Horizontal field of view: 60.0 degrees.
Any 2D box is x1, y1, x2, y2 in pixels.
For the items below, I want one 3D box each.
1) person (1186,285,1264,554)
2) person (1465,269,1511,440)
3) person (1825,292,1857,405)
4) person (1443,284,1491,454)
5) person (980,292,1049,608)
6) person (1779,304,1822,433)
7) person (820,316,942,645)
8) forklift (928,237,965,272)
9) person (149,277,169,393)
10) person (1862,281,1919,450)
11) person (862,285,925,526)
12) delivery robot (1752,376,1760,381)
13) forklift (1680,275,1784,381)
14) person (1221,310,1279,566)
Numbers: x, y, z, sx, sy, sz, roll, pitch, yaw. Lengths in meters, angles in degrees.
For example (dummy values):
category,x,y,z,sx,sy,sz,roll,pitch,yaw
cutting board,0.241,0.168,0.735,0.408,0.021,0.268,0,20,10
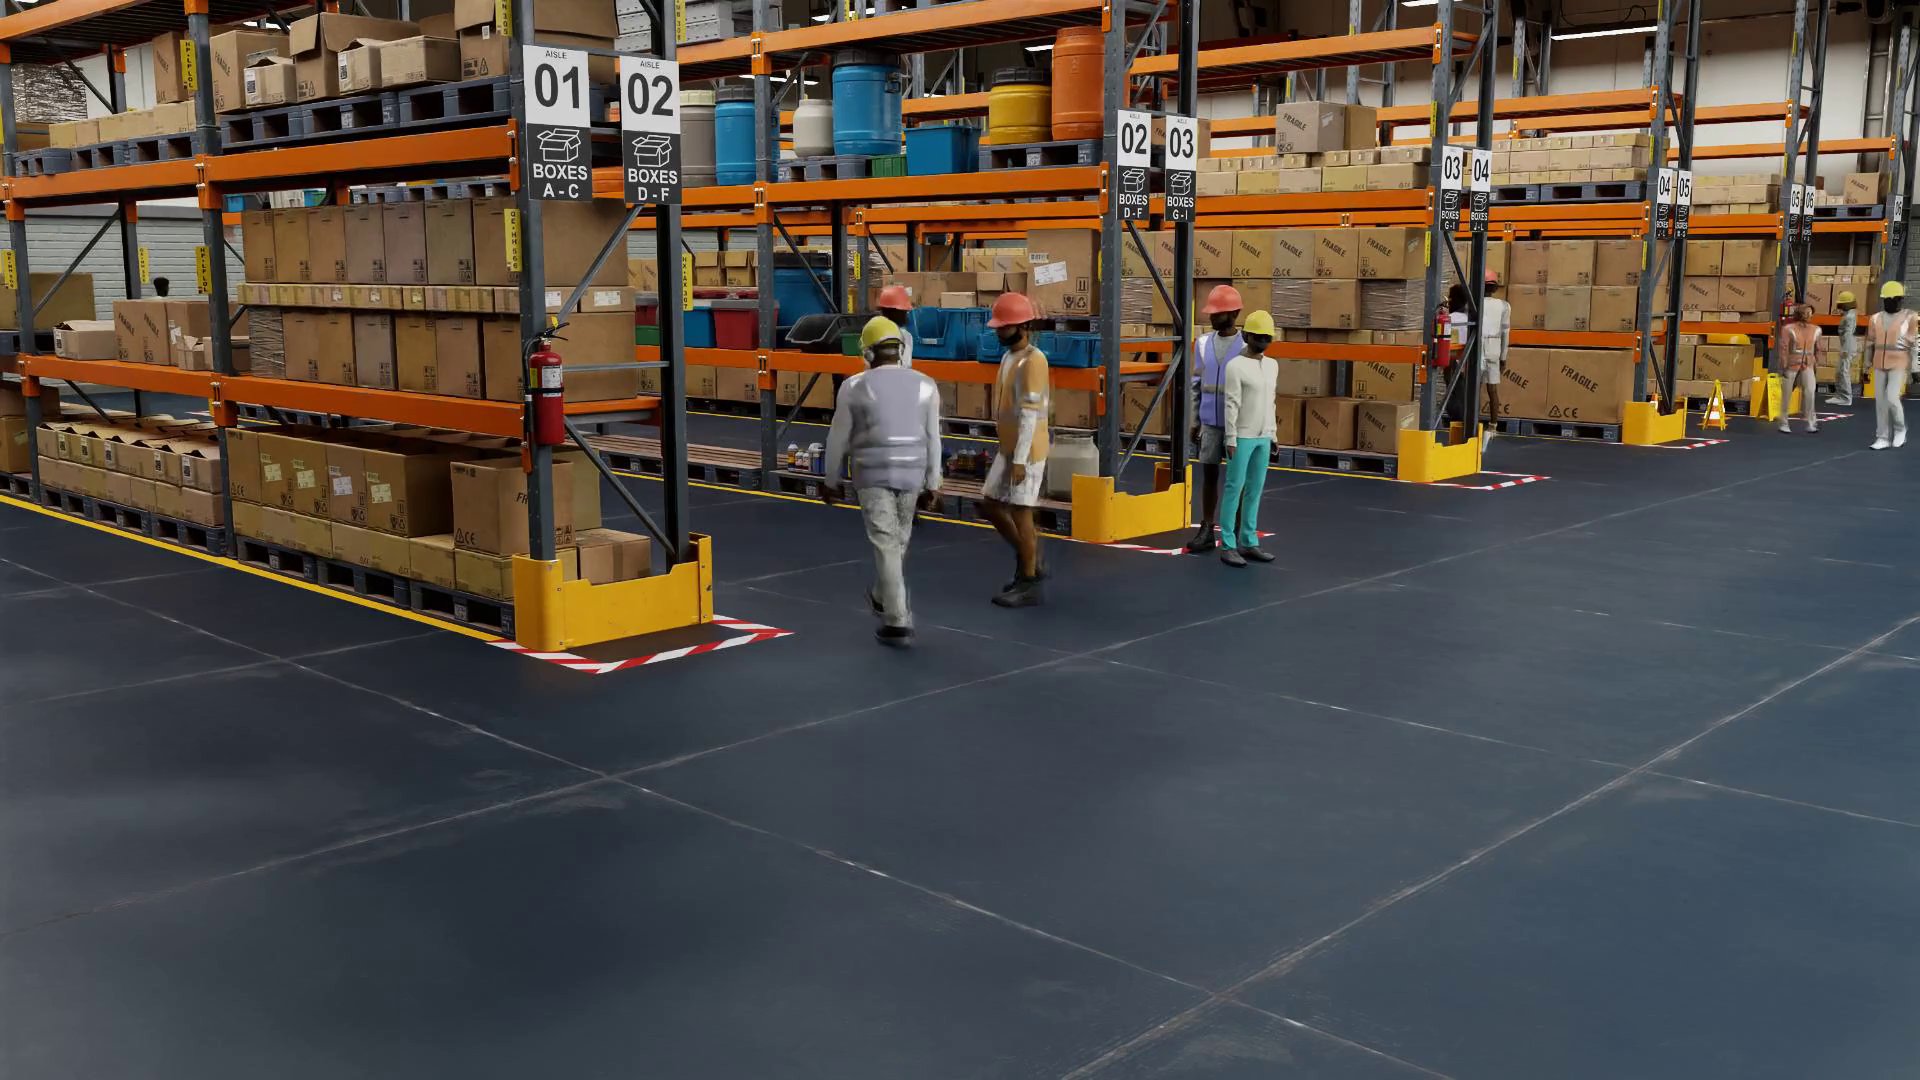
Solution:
category,x,y,z,sx,sy,sz,roll,pitch,yaw
person,1.906,-0.863,12.008,0.548,1.931,0.379,6,11,34
person,6.289,-2.224,20.010,0.615,2.043,0.373,-2,10,-13
person,13.416,-2.908,25.242,0.356,1.711,0.587,5,10,26
person,5.446,-1.789,17.821,0.587,1.897,0.644,-6,11,-31
person,0.334,-0.543,10.126,0.398,1.913,0.540,-4,10,-23
person,10.439,-2.111,20.633,0.520,1.613,0.784,1,9,6
person,-0.458,-0.352,9.327,0.614,1.776,0.938,-4,10,-24
forklift,-0.326,-5.817,39.609,1.129,2.768,1.873,9,13,43
person,-13.273,-3.409,27.648,0.615,1.928,0.976,3,10,18
person,10.531,-1.972,18.848,0.405,1.911,0.625,-5,11,-28
person,-0.514,-1.035,13.101,0.584,1.916,0.547,9,13,44
delivery robot,11.858,-2.401,25.489,0.707,0.478,0.477,5,10,27
forklift,12.480,-3.427,27.053,1.214,2.155,2.313,9,13,43
person,2.045,-0.712,11.595,0.528,1.765,0.328,-8,12,-40
